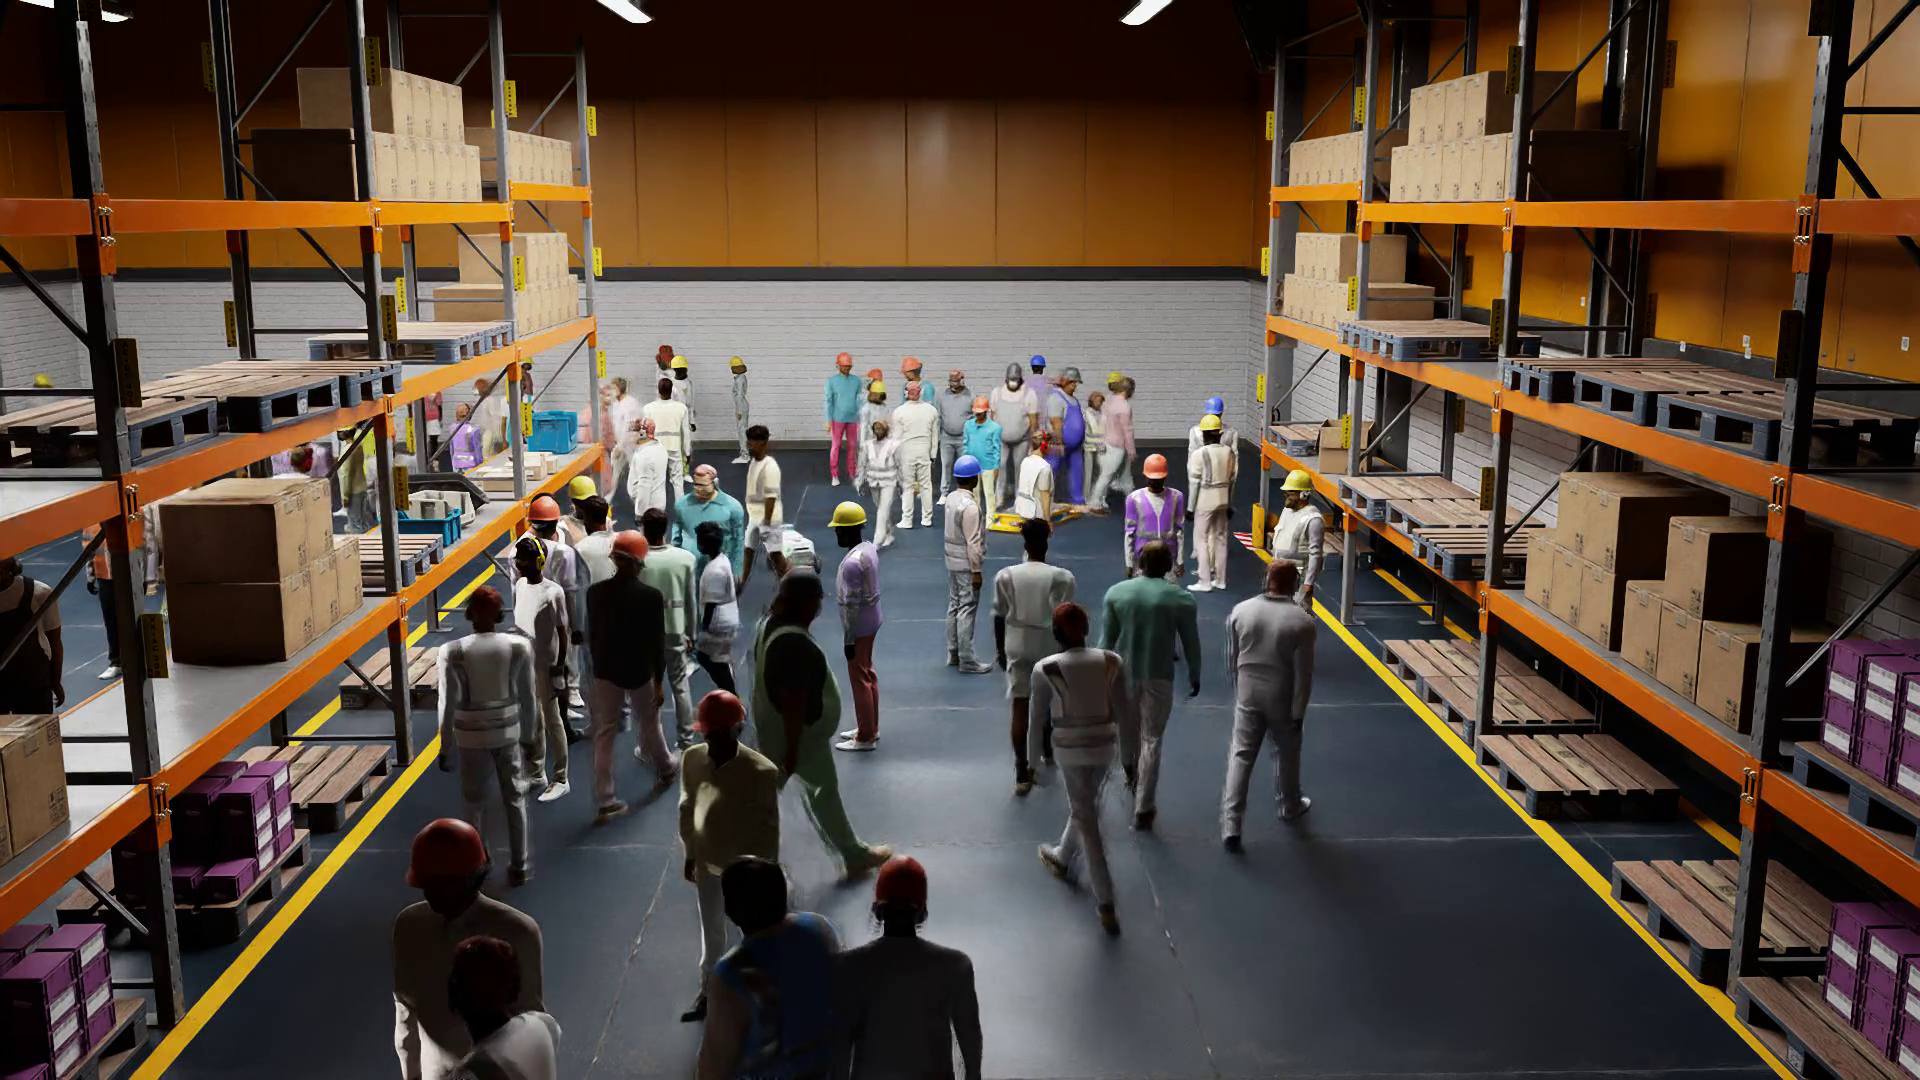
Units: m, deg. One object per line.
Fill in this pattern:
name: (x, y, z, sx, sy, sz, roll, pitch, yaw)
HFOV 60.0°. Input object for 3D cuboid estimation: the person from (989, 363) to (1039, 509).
person: (0.714, -1.434, 22.823, 0.705, 2.000, 0.846, 2, 11, 11)

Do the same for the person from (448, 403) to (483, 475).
person: (-6.347, -0.940, 21.383, 0.519, 1.633, 0.311, 5, 13, 26)

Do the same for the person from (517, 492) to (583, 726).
person: (-3.295, 0.556, 13.187, 0.399, 1.909, 0.600, 3, 12, 16)

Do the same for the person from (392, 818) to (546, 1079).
person: (-1.778, 1.945, 6.027, 0.617, 1.986, 0.408, 3, 12, 15)

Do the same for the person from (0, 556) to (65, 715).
person: (-6.246, 0.944, 10.899, 0.688, 2.000, 0.536, -5, 12, -24)

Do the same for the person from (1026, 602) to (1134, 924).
person: (0.710, 1.280, 9.824, 0.583, 1.805, 1.069, -4, 12, -20)

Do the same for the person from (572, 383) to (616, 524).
person: (-4.730, -1.085, 21.474, 0.569, 1.884, 0.661, -5, 12, -24)

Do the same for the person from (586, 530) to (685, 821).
person: (-2.252, 0.886, 11.449, 0.644, 1.926, 1.061, 3, 12, 15)

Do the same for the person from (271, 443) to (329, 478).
person: (-7.126, -0.404, 17.984, 0.612, 1.901, 0.728, -1, 11, -7)

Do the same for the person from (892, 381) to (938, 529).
person: (-0.602, -1.094, 21.457, 0.651, 1.906, 0.403, -6, 13, -27)

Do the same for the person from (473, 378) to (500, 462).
person: (-7.036, -1.583, 24.644, 0.486, 1.617, 0.516, -8, 14, -36)

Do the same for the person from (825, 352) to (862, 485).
person: (-1.717, -1.815, 24.847, 0.622, 1.992, 0.395, -6, 13, -28)

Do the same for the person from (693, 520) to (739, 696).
person: (-1.926, 0.674, 13.151, 0.365, 1.676, 0.539, -2, 11, -8)

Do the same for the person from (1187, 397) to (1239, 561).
person: (2.955, -0.720, 19.498, 0.608, 1.938, 0.411, 3, 12, 15)

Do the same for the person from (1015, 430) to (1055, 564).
person: (0.792, -0.228, 17.299, 0.394, 1.836, 0.560, -4, 12, -19)

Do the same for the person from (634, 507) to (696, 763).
person: (-2.242, 0.709, 12.425, 0.588, 1.907, 0.410, -6, 13, -26)

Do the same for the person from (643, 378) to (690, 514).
person: (-3.825, -1.155, 21.735, 0.597, 1.916, 0.371, -1, 11, -7)

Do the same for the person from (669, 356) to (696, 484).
person: (-4.189, -1.794, 24.905, 0.358, 1.930, 0.588, 8, 14, 33)

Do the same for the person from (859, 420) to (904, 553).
person: (-0.962, -0.660, 20.048, 0.534, 1.589, 0.881, 5, 12, 23)

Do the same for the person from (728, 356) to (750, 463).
person: (-3.587, -2.114, 27.006, 0.325, 1.737, 0.484, -1, 11, -3)

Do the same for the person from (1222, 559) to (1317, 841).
person: (2.022, 1.043, 10.927, 0.651, 1.847, 1.035, 8, 14, 33)

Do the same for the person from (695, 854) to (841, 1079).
person: (-0.804, 2.006, 6.139, 0.793, 1.812, 0.658, 7, 13, 32)

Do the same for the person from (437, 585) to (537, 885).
person: (-2.857, 1.202, 10.047, 0.610, 1.881, 0.385, -5, 12, -25)

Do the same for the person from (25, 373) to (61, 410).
person: (-13.365, -1.575, 24.324, 0.540, 1.718, 0.498, 9, 15, 39)

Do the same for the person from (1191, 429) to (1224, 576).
person: (2.833, -0.473, 18.767, 0.353, 1.739, 0.574, 7, 13, 30)

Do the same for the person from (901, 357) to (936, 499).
person: (-0.616, -1.599, 23.718, 0.425, 2.018, 0.632, -10, 15, -40)

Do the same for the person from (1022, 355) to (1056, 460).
person: (1.163, -1.790, 24.865, 0.602, 1.938, 0.402, 2, 11, 8)

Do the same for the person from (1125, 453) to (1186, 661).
person: (1.775, 0.161, 15.126, 0.550, 1.924, 0.391, -1, 11, -5)

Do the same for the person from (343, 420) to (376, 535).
person: (-7.427, -0.817, 20.746, 0.851, 1.629, 0.556, 9, 14, 37)

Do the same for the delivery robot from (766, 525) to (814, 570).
delivery robot: (-1.926, 0.070, 18.786, 0.477, 0.478, 0.707, -6, 13, -27)

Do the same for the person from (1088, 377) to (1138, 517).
person: (2.190, -1.242, 22.244, 0.992, 1.876, 0.631, -1, 11, -6)
